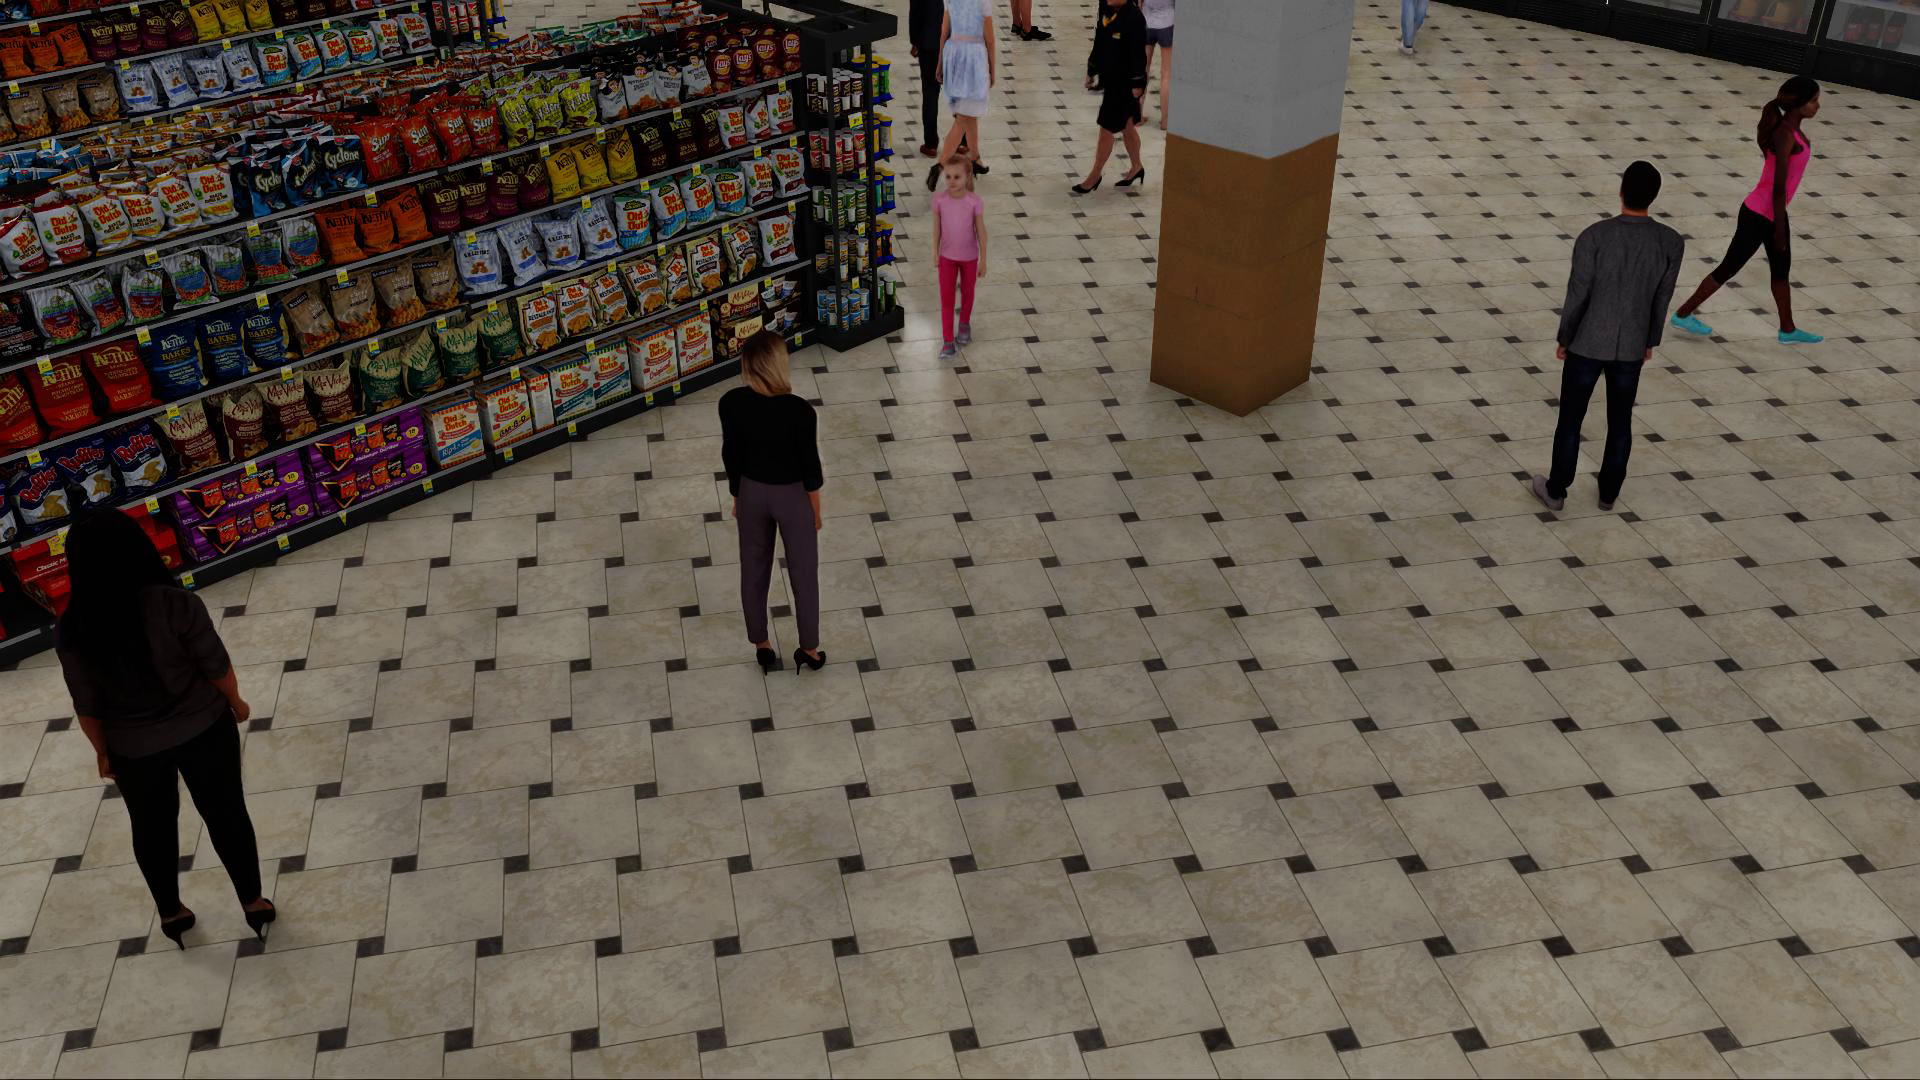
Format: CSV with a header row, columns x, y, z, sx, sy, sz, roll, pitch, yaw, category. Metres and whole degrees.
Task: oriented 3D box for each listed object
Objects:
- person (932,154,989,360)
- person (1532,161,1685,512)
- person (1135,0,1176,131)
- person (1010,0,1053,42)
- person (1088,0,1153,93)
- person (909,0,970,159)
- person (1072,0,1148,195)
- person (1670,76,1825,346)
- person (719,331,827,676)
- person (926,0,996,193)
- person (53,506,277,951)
x,y,z,sx,sy,sz,roll,pitch,yaw,category
0.007,-1.791,10.317,0.807,1.248,0.913,3,32,5,person
3.298,-1.003,8.460,0.783,1.873,0.822,3,32,5,person
1.662,-4.311,13.933,0.654,1.707,0.628,16,35,24,person
0.648,-5.883,16.316,0.755,1.858,0.764,-10,33,-16,person
1.450,-4.788,14.719,0.897,1.687,0.766,-10,33,-16,person
-0.134,-3.970,13.275,0.774,1.824,0.853,-3,32,-5,person
1.296,-3.460,12.625,1.020,1.644,0.902,-12,34,-19,person
4.846,-1.982,10.224,0.787,1.670,1.089,18,36,27,person
-0.806,-0.128,7.247,0.678,1.667,0.695,8,33,12,person
0.012,-3.459,12.496,0.832,1.778,1.236,17,36,25,person
-2.710,0.712,5.738,0.702,1.836,0.817,-9,33,-14,person
